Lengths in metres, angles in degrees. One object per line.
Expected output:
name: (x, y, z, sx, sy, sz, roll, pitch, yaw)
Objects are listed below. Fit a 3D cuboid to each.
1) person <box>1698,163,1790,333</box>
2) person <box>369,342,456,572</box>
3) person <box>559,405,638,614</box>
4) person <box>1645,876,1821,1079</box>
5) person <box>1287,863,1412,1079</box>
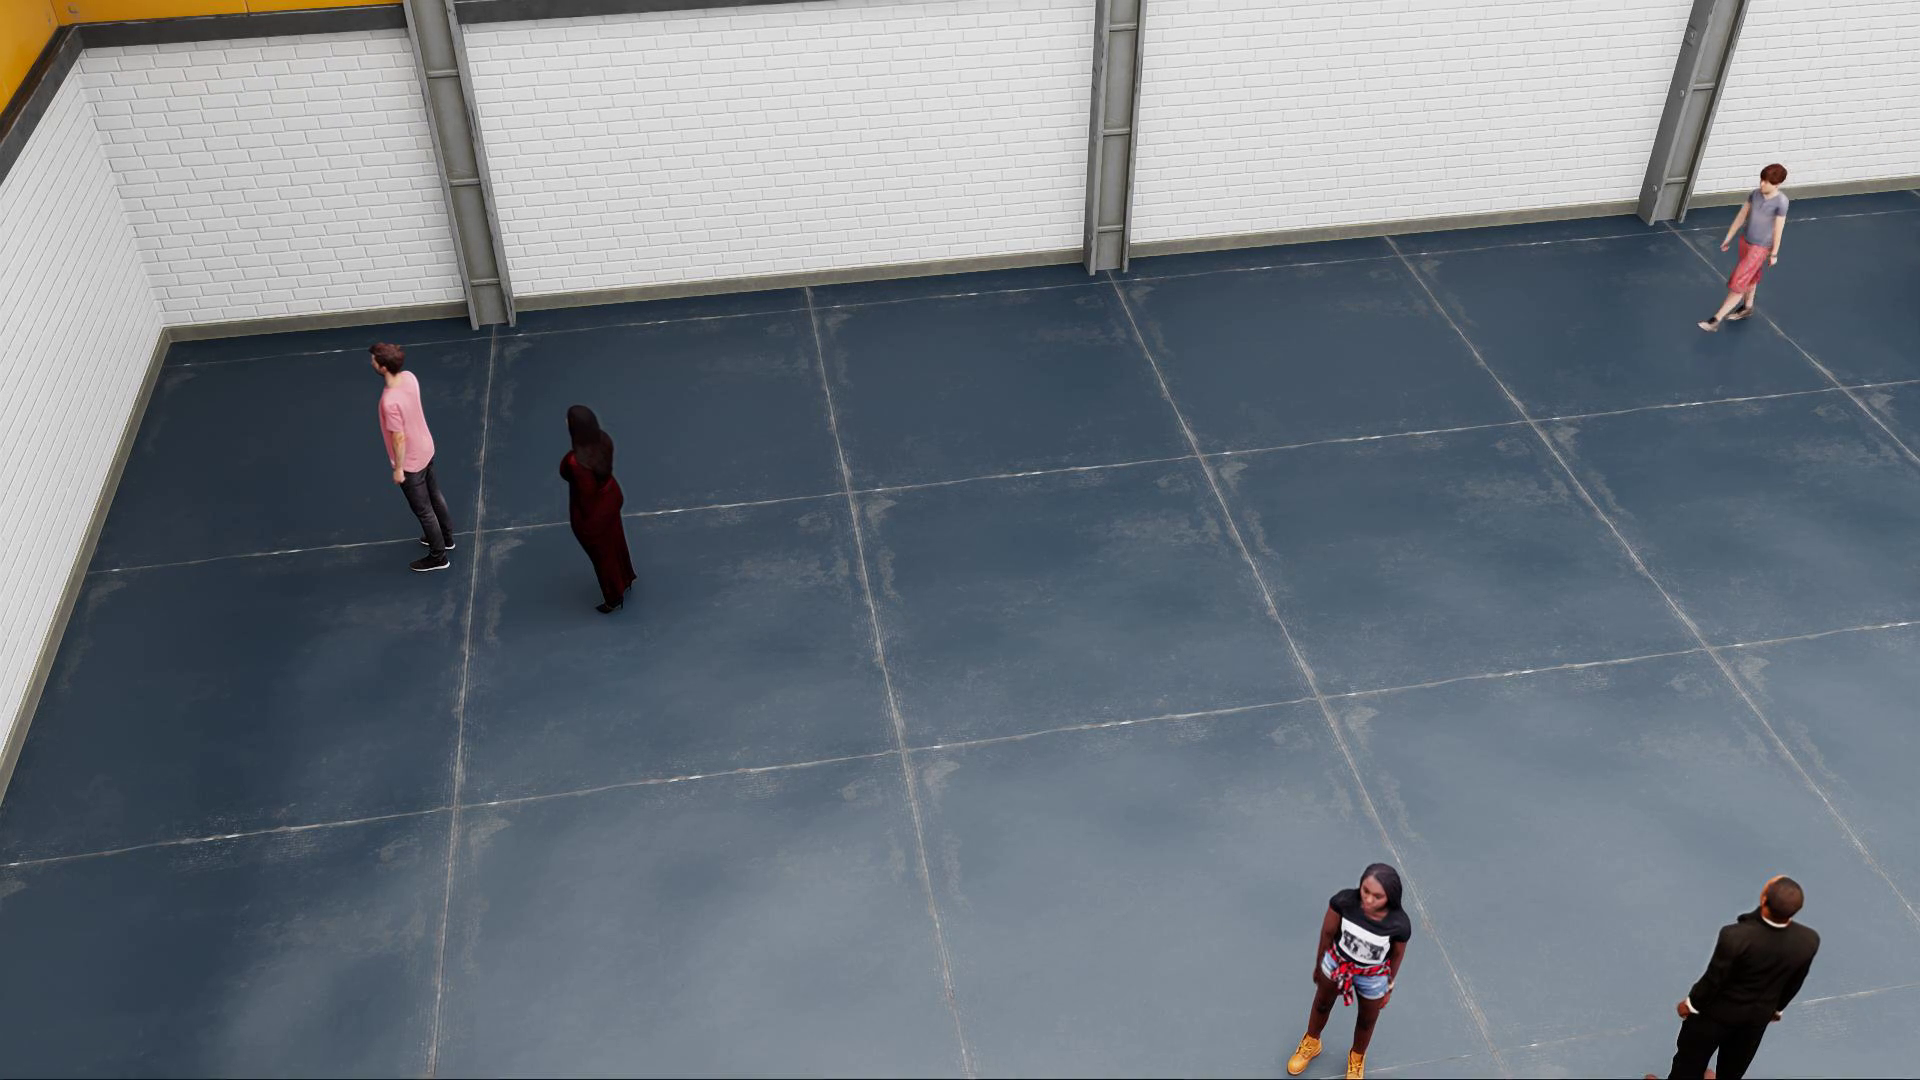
person: (7.406, -2.715, 15.354, 1.086, 1.619, 0.768, -15, 41, -18)
person: (-4.101, -0.635, 12.479, 0.610, 1.959, 0.660, 1, 39, 1)
person: (-2.641, -0.238, 12.143, 0.733, 1.756, 0.746, 6, 39, 7)
person: (4.053, 2.422, 8.693, 0.607, 1.905, 0.781, 0, 39, 0)
person: (2.129, 2.330, 8.951, 0.711, 1.728, 0.787, 18, 42, 21)
